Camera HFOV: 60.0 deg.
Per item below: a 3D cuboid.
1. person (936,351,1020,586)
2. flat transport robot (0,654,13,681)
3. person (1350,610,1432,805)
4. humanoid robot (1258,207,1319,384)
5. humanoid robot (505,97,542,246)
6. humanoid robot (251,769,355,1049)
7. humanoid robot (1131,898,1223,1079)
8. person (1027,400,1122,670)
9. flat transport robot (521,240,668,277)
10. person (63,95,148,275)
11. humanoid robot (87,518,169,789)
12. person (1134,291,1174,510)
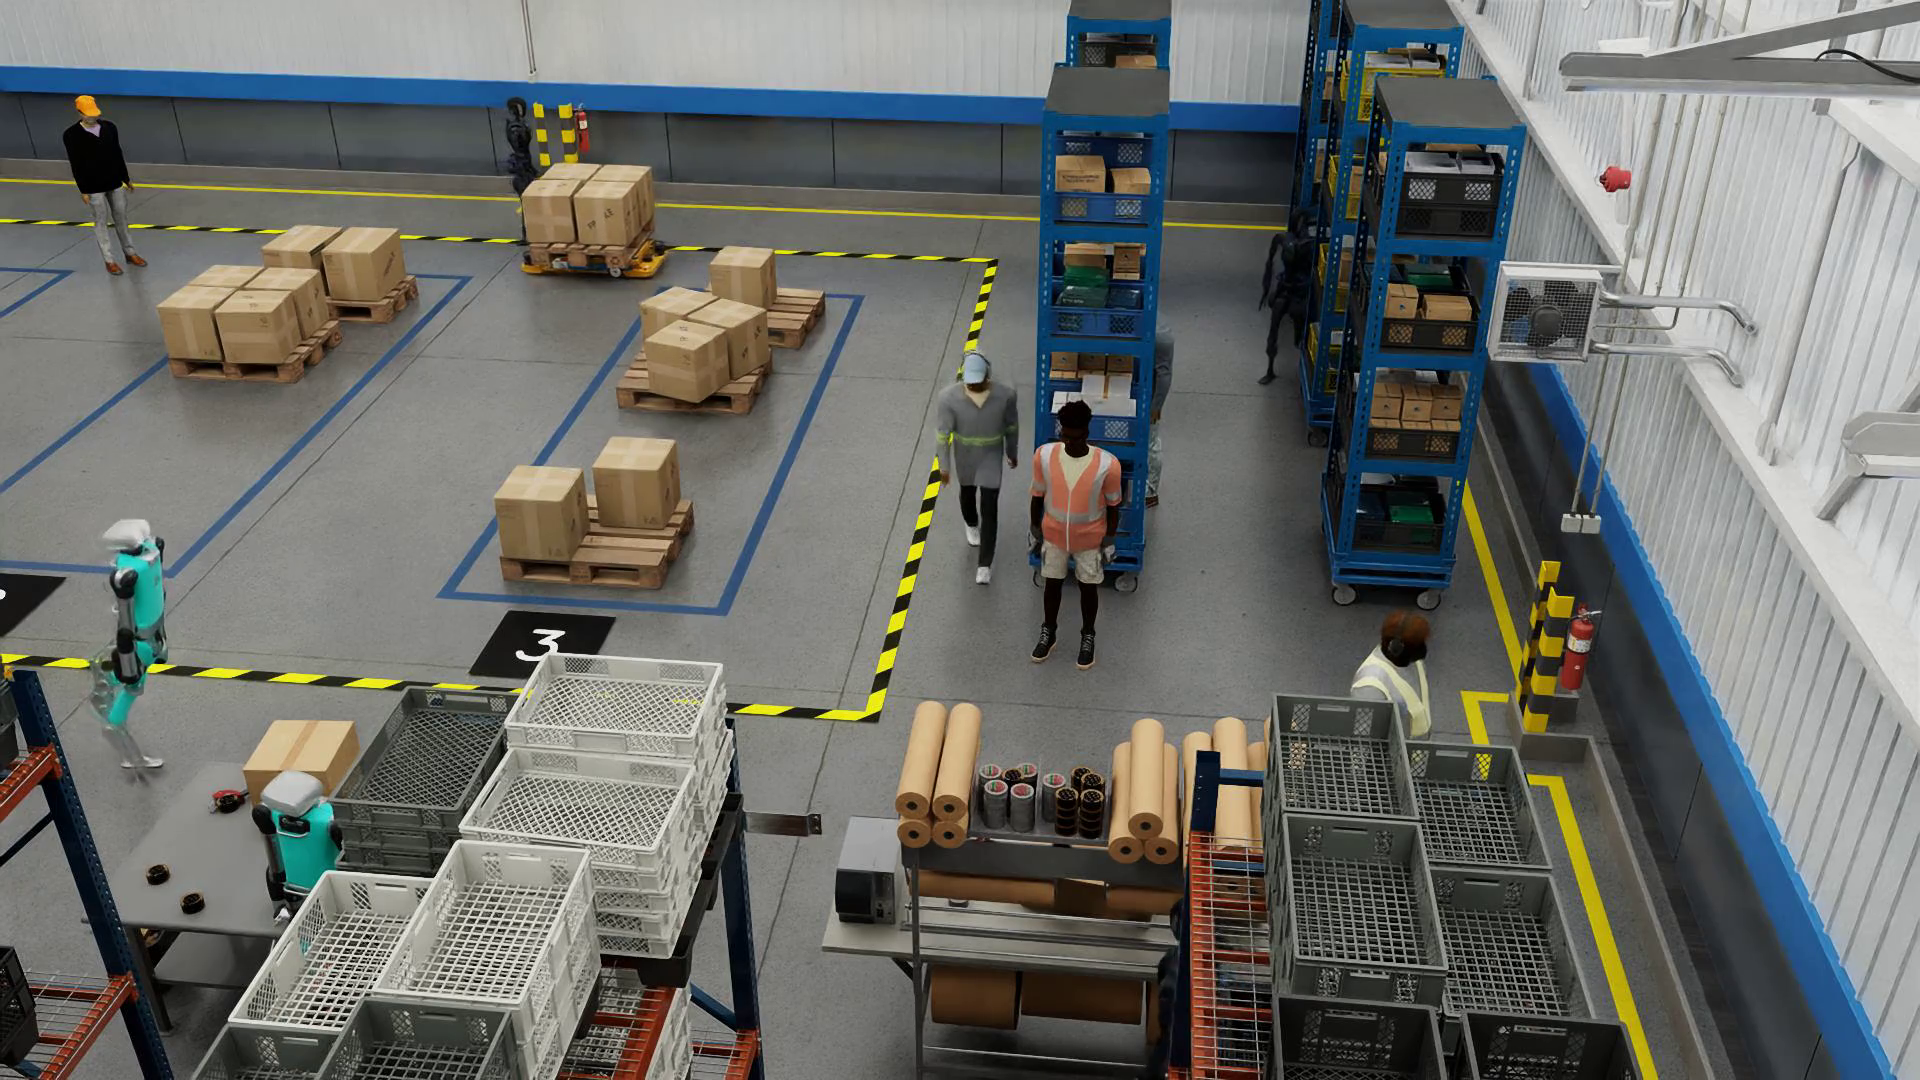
[{"bbox_3d":[0.130,-0.607,12.200,0.615,1.783,1.031,0,30,0],"label":"person"},{"bbox_3d":[-7.142,0.969,11.010,1.431,0.231,0.659,3,30,6],"label":"flat transport robot"},{"bbox_3d":[2.322,1.183,9.078,0.429,1.844,0.626,17,34,27],"label":"person"},{"bbox_3d":[3.050,-2.248,15.166,0.589,1.646,0.693,23,37,34],"label":"humanoid robot"},{"bbox_3d":[-4.766,-4.028,18.190,0.351,1.643,0.616,-2,30,-3],"label":"humanoid robot"},{"bbox_3d":[-3.090,1.925,7.774,0.533,1.677,0.735,9,31,15],"label":"humanoid robot"},{"bbox_3d":[0.944,2.252,7.419,0.651,1.640,0.589,18,35,28],"label":"humanoid robot"},{"bbox_3d":[0.748,-0.034,11.045,0.611,1.963,0.362,9,31,15],"label":"person"},{"bbox_3d":[-3.936,-3.064,17.909,1.431,0.197,0.652,3,30,6],"label":"flat transport robot"},{"bbox_3d":[-9.004,-3.747,17.510,0.381,1.878,0.585,19,35,29],"label":"person"},{"bbox_3d":[-5.073,0.722,10.027,0.786,1.830,0.560,-1,30,-2],"label":"humanoid robot"},{"bbox_3d":[1.419,-1.151,12.991,0.356,1.938,0.631,-12,32,-19],"label":"person"}]
